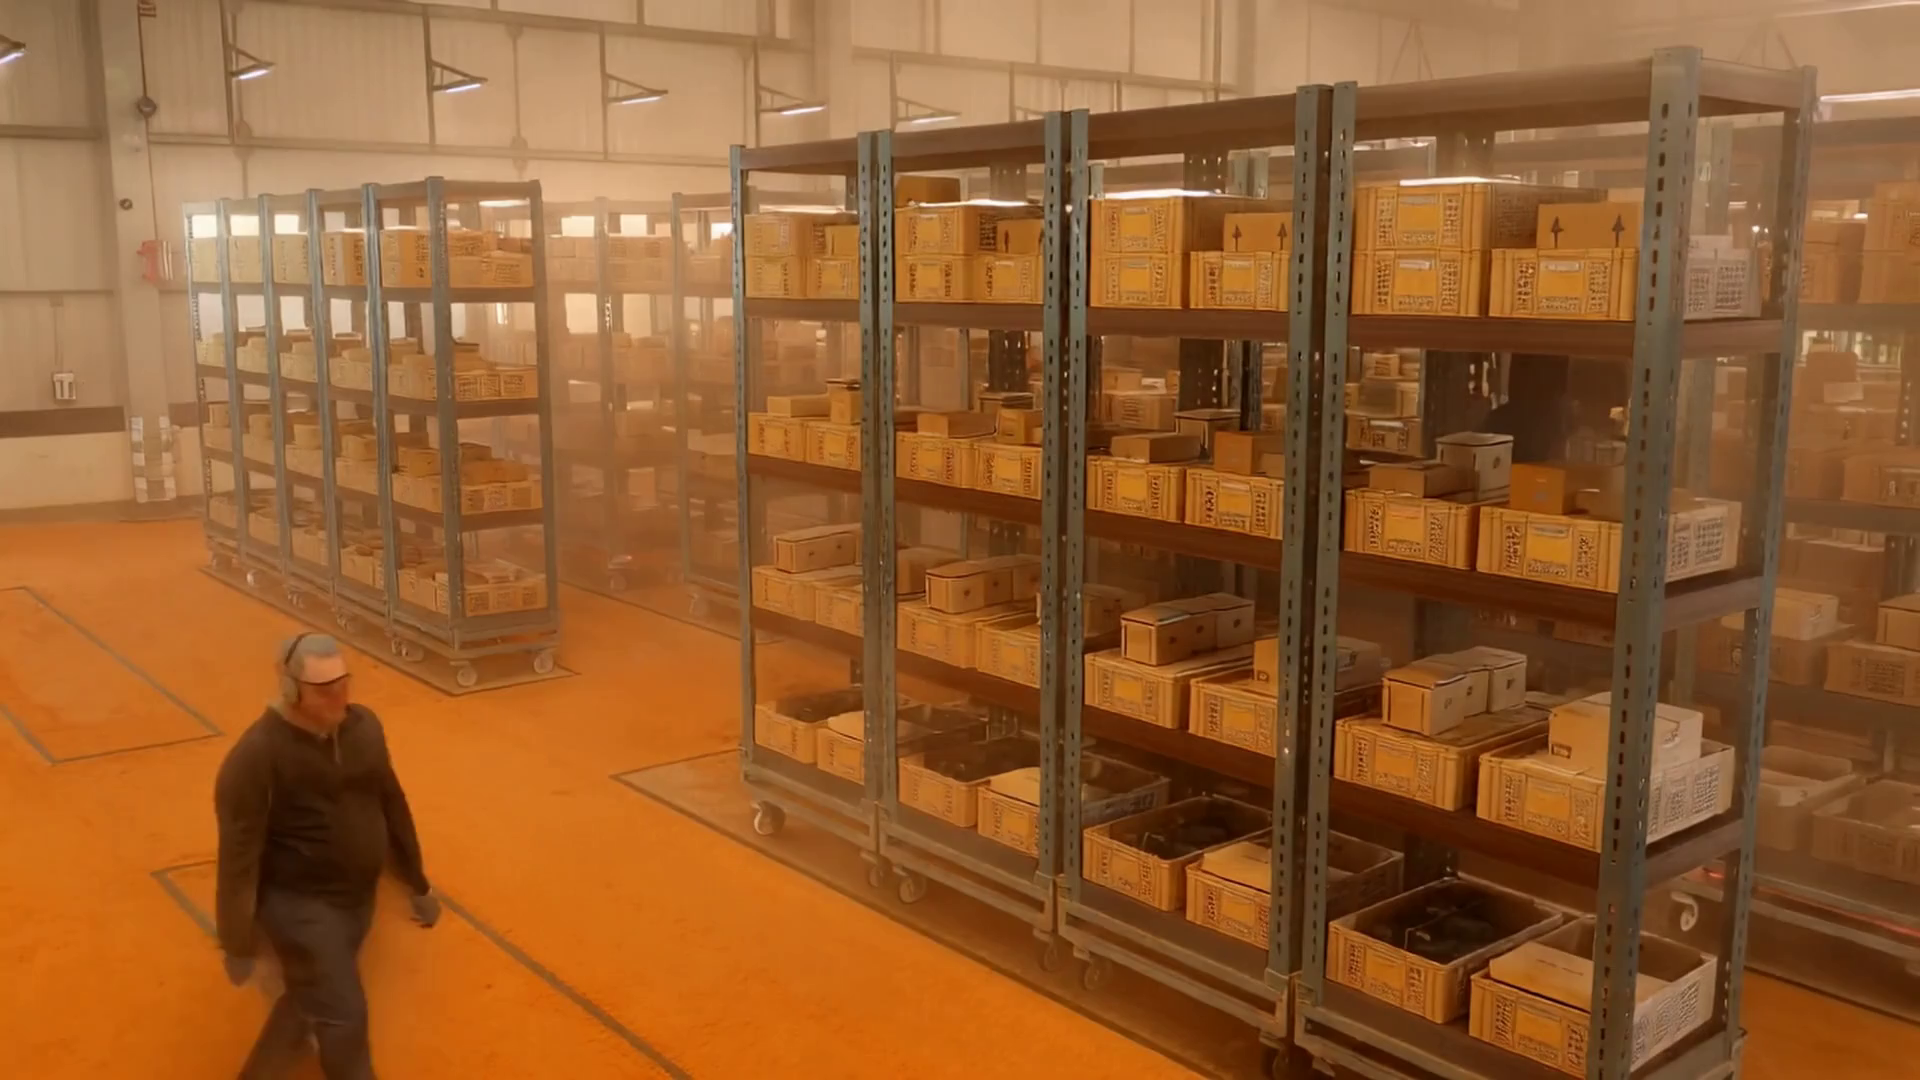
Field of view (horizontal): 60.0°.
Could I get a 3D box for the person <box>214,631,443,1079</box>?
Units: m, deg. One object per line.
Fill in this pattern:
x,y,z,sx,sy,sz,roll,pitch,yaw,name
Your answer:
-2.147,1.192,5.487,0.967,1.864,0.642,3,10,18,person
